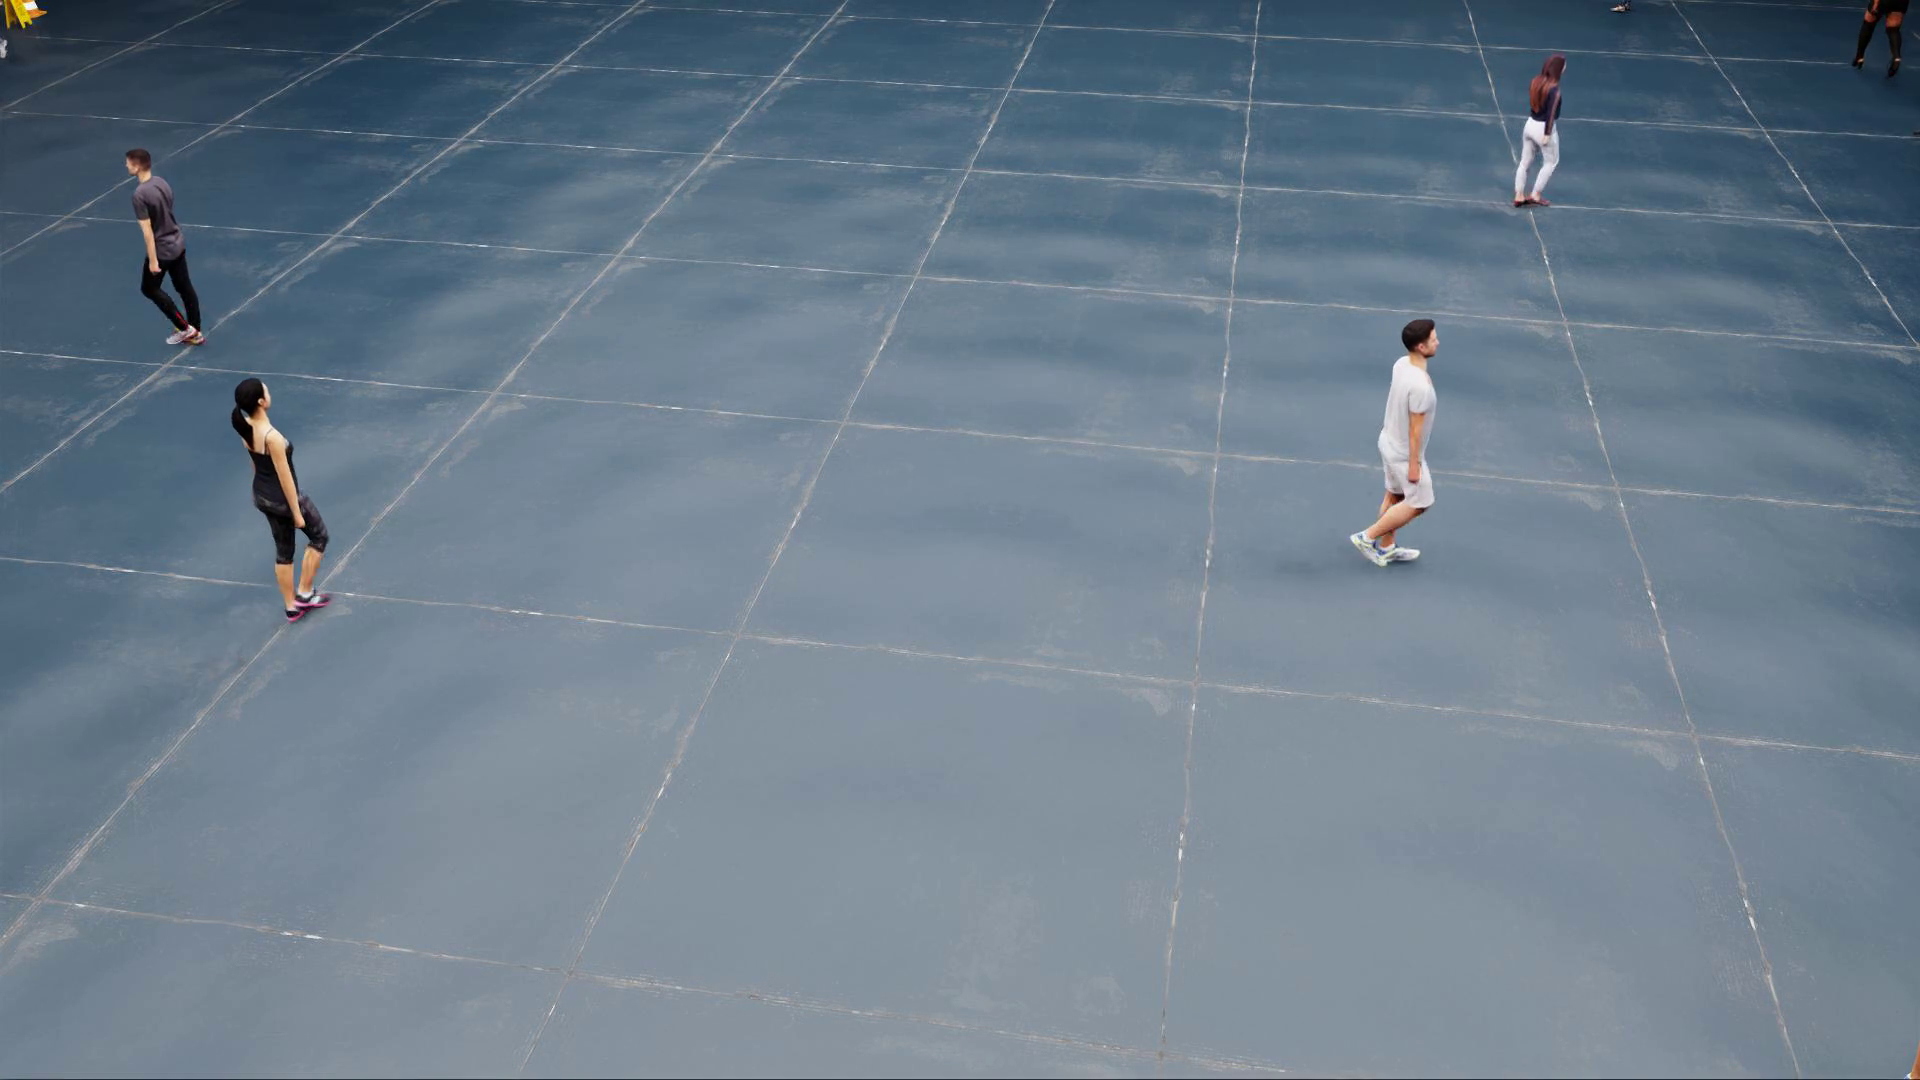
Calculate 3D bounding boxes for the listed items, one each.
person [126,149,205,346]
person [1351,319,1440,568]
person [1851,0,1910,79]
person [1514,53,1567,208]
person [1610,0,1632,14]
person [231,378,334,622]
[{"bbox_3d":[-6.723,-2.476,14.220,0.622,1.756,0.686,2,32,3],"label":"person"},{"bbox_3d":[2.907,-0.620,11.190,0.830,1.849,0.778,-1,32,-1],"label":"person"},{"bbox_3d":[11.715,-6.702,20.857,1.123,1.821,0.805,2,32,2],"label":"person"},{"bbox_3d":[5.901,-4.177,17.067,0.724,1.596,0.704,-11,34,-17],"label":"person"},{"bbox_3d":[9.591,-8.230,23.758,0.580,1.310,0.628,-27,41,-35],"label":"person"},{"bbox_3d":[-4.427,-0.203,10.653,0.657,1.716,0.741,19,37,28],"label":"person"}]
